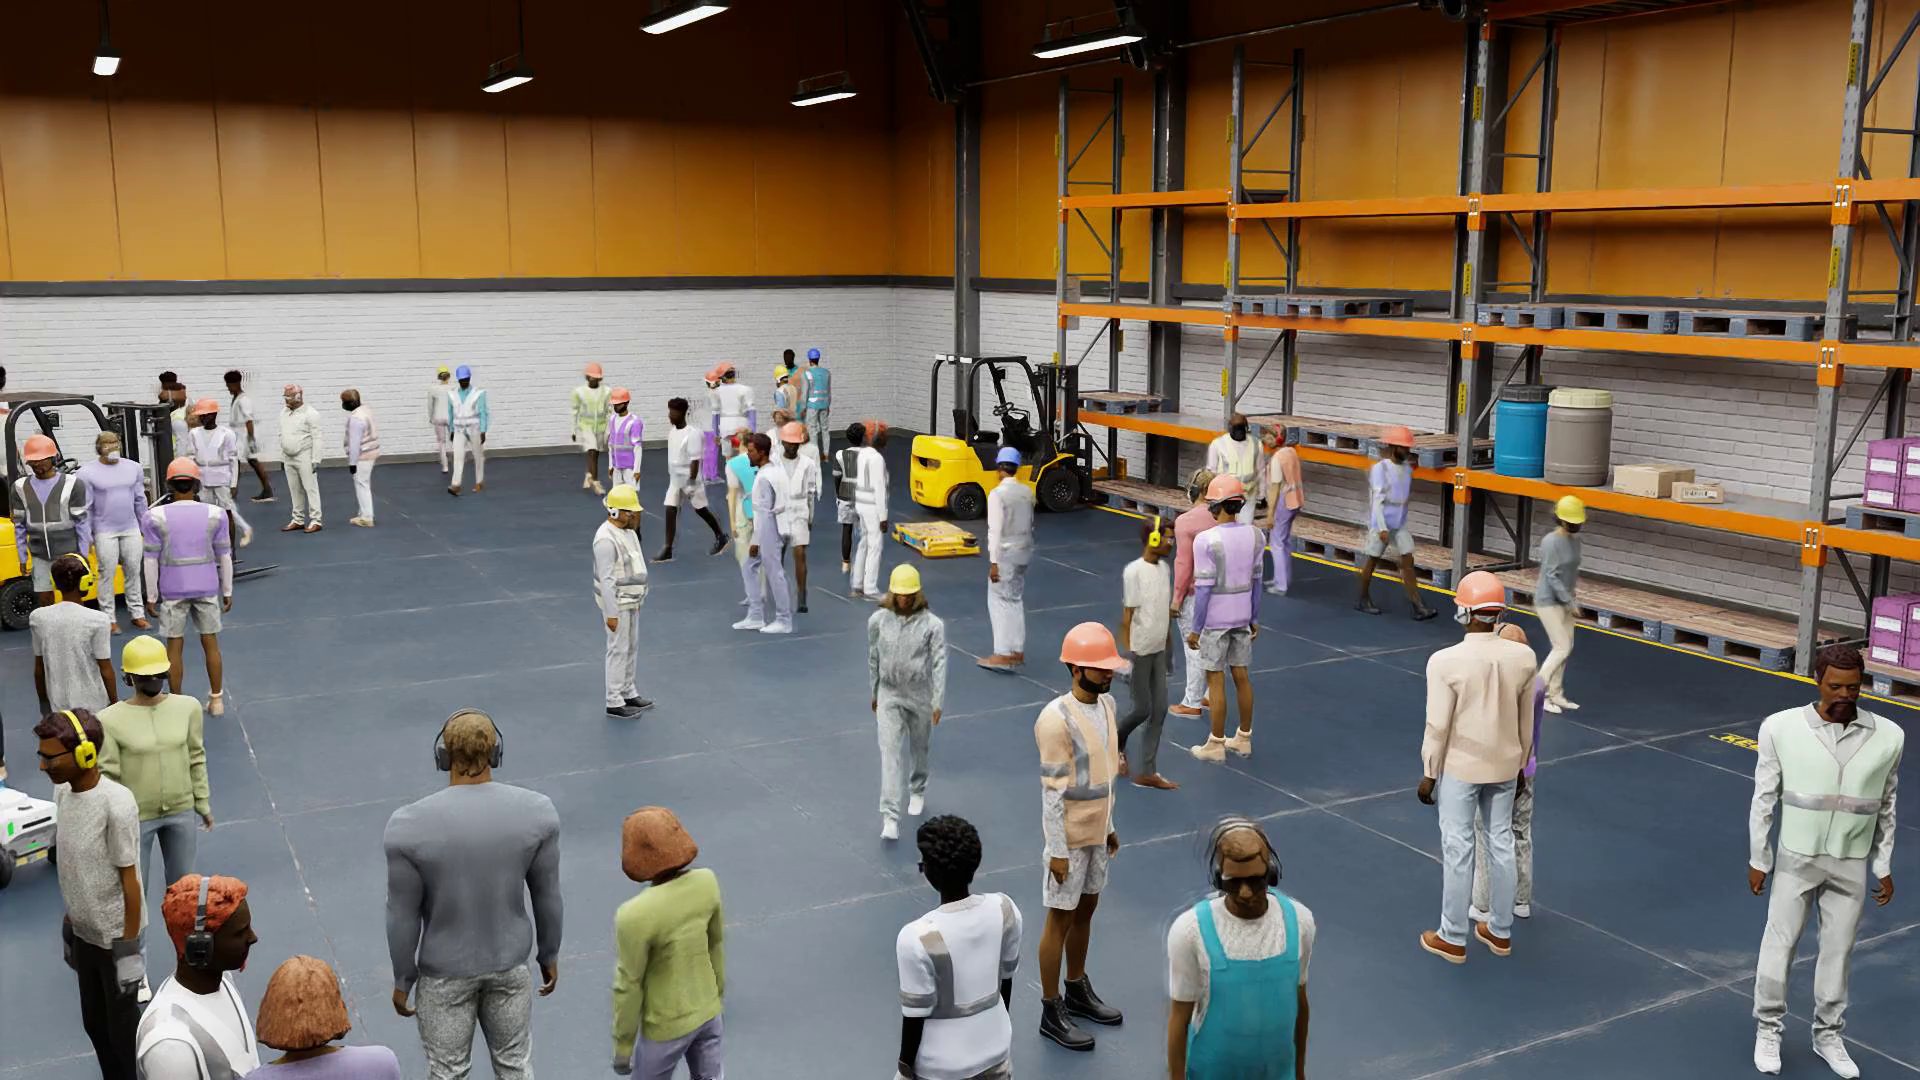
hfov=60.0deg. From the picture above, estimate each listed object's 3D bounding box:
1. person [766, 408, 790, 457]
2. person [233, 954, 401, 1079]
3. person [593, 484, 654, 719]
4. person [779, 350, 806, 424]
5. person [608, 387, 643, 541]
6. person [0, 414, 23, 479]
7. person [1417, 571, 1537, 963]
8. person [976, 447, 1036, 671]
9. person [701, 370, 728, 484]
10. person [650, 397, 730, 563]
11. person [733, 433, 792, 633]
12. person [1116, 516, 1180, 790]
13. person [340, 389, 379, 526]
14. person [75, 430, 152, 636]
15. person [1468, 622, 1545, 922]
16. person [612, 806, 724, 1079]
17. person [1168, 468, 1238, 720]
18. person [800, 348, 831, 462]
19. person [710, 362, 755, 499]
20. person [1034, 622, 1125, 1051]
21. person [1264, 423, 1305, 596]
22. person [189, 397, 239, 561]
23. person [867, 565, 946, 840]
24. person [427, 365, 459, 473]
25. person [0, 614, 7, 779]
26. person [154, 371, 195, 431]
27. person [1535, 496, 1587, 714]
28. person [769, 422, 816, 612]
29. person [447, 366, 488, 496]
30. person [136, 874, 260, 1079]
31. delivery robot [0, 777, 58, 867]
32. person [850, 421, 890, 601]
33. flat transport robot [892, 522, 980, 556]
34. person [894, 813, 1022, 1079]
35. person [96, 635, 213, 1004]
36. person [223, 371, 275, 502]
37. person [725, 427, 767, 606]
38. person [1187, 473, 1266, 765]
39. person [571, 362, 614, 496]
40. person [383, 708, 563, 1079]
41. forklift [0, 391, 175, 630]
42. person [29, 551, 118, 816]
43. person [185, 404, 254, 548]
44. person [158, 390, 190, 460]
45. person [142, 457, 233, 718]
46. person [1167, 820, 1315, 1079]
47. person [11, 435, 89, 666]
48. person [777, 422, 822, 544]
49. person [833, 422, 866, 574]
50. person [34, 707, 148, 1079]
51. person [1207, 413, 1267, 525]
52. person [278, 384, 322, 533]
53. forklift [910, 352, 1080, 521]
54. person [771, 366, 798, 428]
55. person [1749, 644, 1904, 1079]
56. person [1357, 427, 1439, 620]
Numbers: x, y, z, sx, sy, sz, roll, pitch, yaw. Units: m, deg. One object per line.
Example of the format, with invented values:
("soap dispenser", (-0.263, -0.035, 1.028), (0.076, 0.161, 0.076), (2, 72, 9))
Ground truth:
("person", (-2.206, -0.876, 21.086), (0.525, 1.623, 0.588), (3, 10, 18))
("person", (-1.818, 1.964, 4.728), (0.498, 1.633, 0.282), (-5, 11, -29))
("person", (-2.601, 0.469, 12.804), (0.403, 1.818, 0.606), (1, 10, 6))
("person", (-2.940, -2.351, 28.840), (0.614, 1.878, 0.898), (3, 10, 18))
("person", (-4.153, -0.928, 20.537), (0.546, 1.929, 0.390), (8, 12, 37))
("person", (-11.976, -0.930, 20.713), (0.309, 1.868, 0.535), (9, 13, 42))
("person", (2.597, 1.143, 8.412), (0.612, 1.995, 0.393), (-3, 10, -15))
("person", (0.395, 0.156, 14.386), (0.444, 1.895, 0.770), (6, 12, 33))
("person", (-3.813, -1.750, 25.758), (0.328, 1.753, 0.560), (-5, 11, -26))
("person", (-3.148, -0.717, 19.365), (0.616, 1.919, 1.044), (9, 14, 43))
("person", (-1.903, -0.053, 15.545), (0.722, 1.898, 0.606), (-1, 10, -6))
("person", (1.219, 0.753, 11.159), (0.610, 1.826, 0.591), (9, 13, 42))
("person", (-7.813, -1.065, 21.709), (0.438, 1.829, 0.658), (-2, 10, -11))
("person", (-7.930, -0.074, 15.617), (0.379, 1.931, 0.635), (8, 12, 38))
("person", (2.899, 1.244, 8.888), (0.508, 1.629, 0.317), (-5, 11, -28))
("person", (-1.033, 1.751, 6.012), (0.358, 1.615, 0.506), (6, 12, 32))
("person", (1.853, 0.410, 12.797), (0.634, 1.939, 0.367), (-9, 13, -41))
("person", (-2.450, -2.274, 28.216), (0.605, 1.949, 0.402), (-8, 13, -39))
("person", (-3.235, -1.558, 23.985), (0.734, 1.990, 0.521), (1, 10, 5))
("person", (0.567, 1.319, 7.562), (0.370, 1.939, 0.543), (7, 12, 34))
("person", (3.366, -0.328, 17.408), (0.447, 1.823, 0.659), (6, 11, 30))
("person", (-8.516, -0.664, 18.982), (0.547, 1.938, 0.378), (0, 10, 2))
("person", (-0.329, 0.969, 10.284), (0.496, 1.683, 0.919), (1, 10, 5))
("person", (-8.348, -1.961, 26.973), (0.539, 1.749, 0.452), (-3, 10, -18))
("person", (-6.800, 0.624, 11.272), (0.539, 2.000, 0.690), (-6, 12, -32))
("person", (-10.741, -1.335, 22.783), (0.369, 1.958, 0.602), (5, 11, 27))
("person", (4.662, 0.506, 12.849), (0.532, 1.732, 0.433), (-8, 13, -40))
("person", (-1.731, -0.265, 16.846), (0.547, 1.894, 0.988), (-2, 10, -9))
("person", (-7.264, -1.597, 24.457), (0.641, 1.893, 0.979), (1, 10, 5))
("person", (-2.104, 1.848, 4.695), (0.358, 1.880, 0.575), (-2, 10, -12))
("delivery robot", (-5.562, 1.609, 9.601), (0.707, 0.478, 0.477), (5, 11, 25))
("person", (-0.946, -0.298, 17.125), (0.402, 1.871, 0.712), (-4, 11, -21))
("flat transport robot", (-0.307, -0.032, 20.137), (0.652, 0.197, 1.431), (-3, 10, -19))
("person", (-0.016, 1.764, 5.701), (0.533, 1.695, 0.319), (-9, 13, -42))
("person", (-3.877, 1.324, 8.035), (0.312, 1.768, 0.522), (8, 13, 40))
("person", (-10.246, -1.445, 23.554), (0.972, 1.900, 0.677), (-6, 11, -29))
("person", (-2.150, -0.240, 16.924), (0.425, 1.818, 0.630), (8, 13, 40))
("person", (1.843, 0.550, 11.692), (0.615, 2.041, 0.391), (-6, 12, -32))
("person", (-5.489, -1.672, 24.738), (0.601, 1.979, 1.051), (-5, 11, -27))
("person", (-1.782, 1.571, 6.157), (0.635, 1.929, 0.382), (-5, 11, -29))
("forklift", (-9.026, -0.363, 16.508), (1.214, 2.155, 2.313), (6, 11, 29))
("person", (-5.118, 0.993, 9.675), (0.512, 1.862, 0.322), (1, 10, 8))
("person", (-8.906, -0.736, 19.812), (0.521, 1.804, 0.905), (6, 12, 32))
("person", (-9.954, -0.983, 21.094), (0.430, 1.845, 0.624), (-6, 12, -33))
("person", (-5.900, 0.377, 12.742), (0.614, 2.029, 0.409), (-6, 12, -31))
("person", (0.921, 1.759, 5.479), (0.525, 1.795, 0.963), (-2, 10, -11))
("person", (-7.809, 0.103, 14.309), (0.601, 2.035, 0.407), (-2, 10, -9))
("person", (-1.885, -0.599, 19.586), (0.520, 1.579, 0.867), (-2, 10, -9))
("person", (-1.145, -0.460, 18.500), (0.535, 1.697, 0.318), (1, 10, 8))
("person", (-3.343, 1.556, 6.464), (0.528, 1.853, 0.333), (7, 12, 35))
("person", (3.058, -0.510, 18.423), (0.650, 1.824, 0.461), (-1, 10, -6))
("person", (-8.446, -1.038, 21.232), (0.649, 1.904, 0.401), (5, 11, 25))
("forklift", (0.460, -1.461, 22.833), (2.313, 2.155, 1.214), (-5, 11, -28))
("person", (-2.726, -1.780, 25.730), (0.404, 1.827, 0.588), (3, 10, 18))
("person", (3.751, 1.383, 7.253), (0.597, 1.918, 0.382), (1, 10, 8))
("person", (4.252, -0.152, 16.173), (0.562, 1.883, 0.994), (-5, 11, -28))
